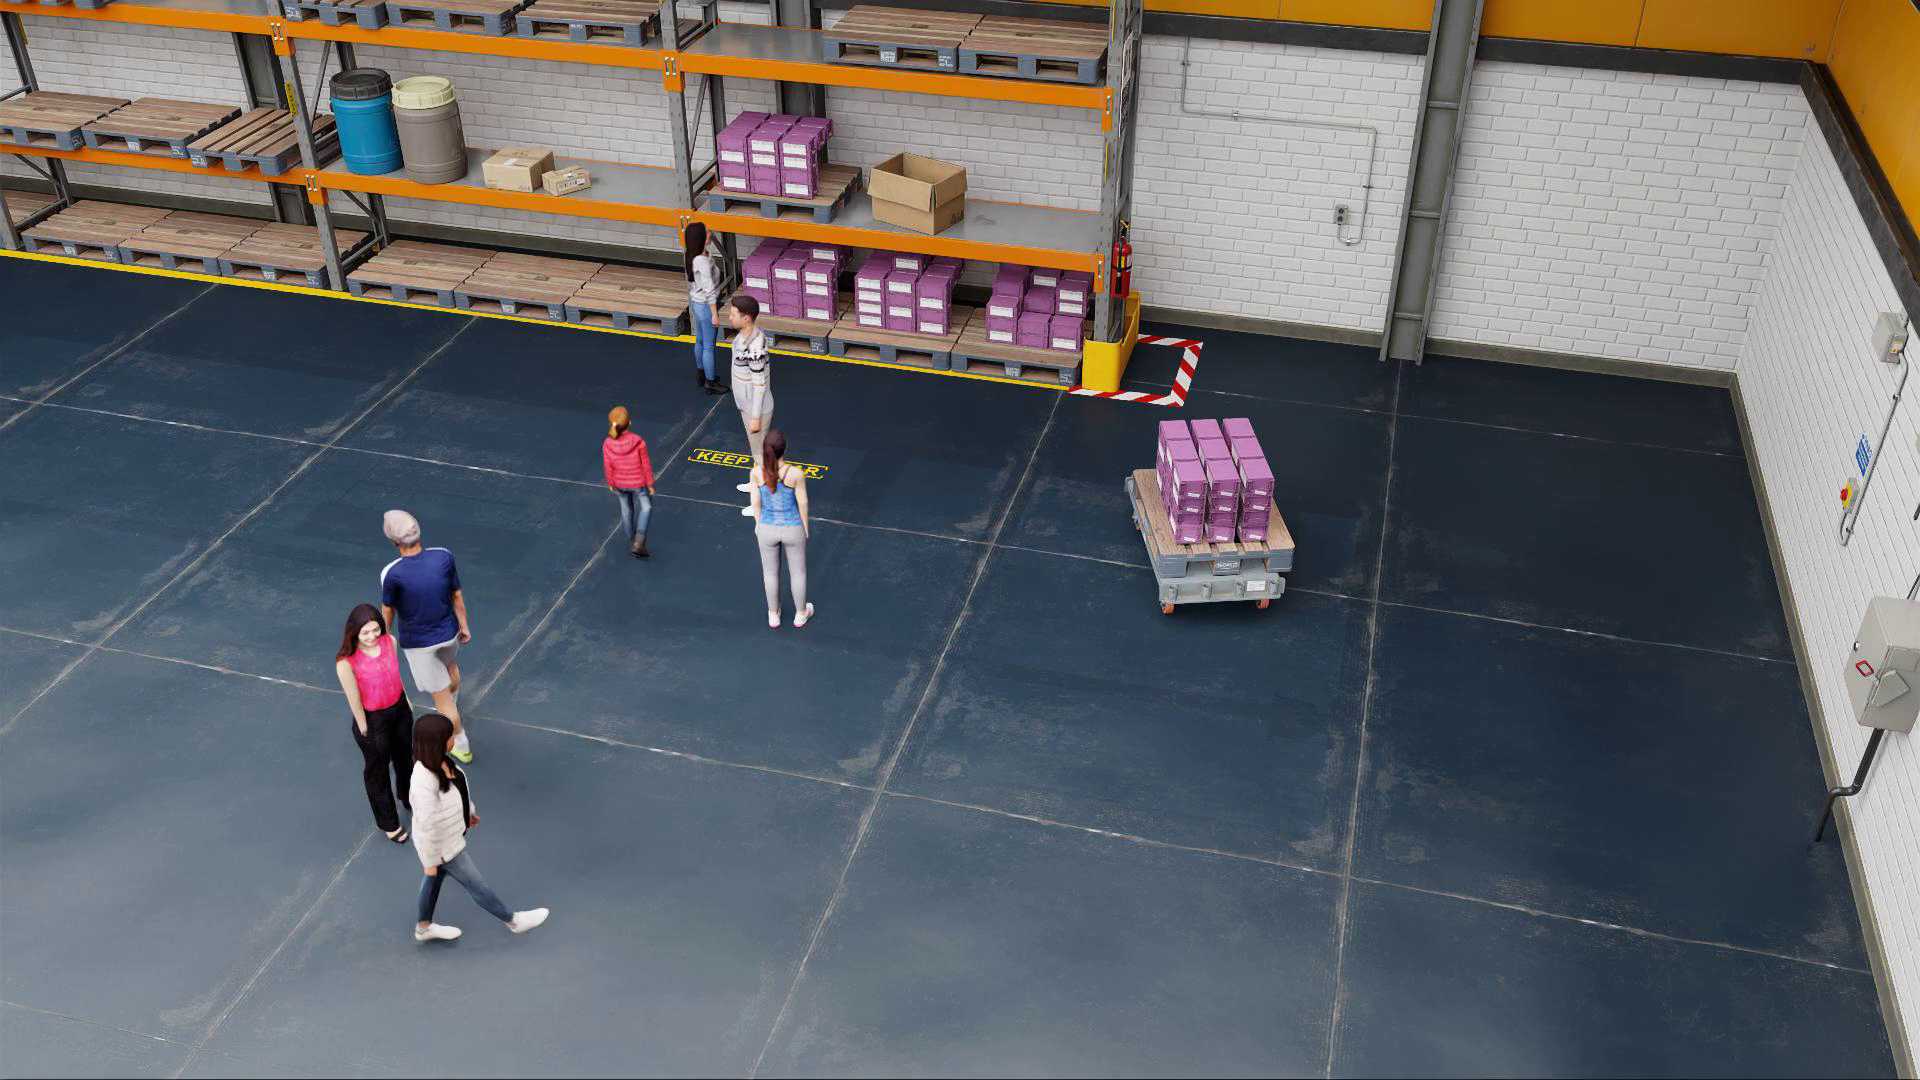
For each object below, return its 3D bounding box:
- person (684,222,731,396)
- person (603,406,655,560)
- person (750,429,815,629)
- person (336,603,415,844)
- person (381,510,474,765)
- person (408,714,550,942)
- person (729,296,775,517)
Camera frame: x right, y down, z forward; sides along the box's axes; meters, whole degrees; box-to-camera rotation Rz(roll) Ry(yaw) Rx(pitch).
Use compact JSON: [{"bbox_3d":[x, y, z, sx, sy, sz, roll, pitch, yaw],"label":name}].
[{"bbox_3d":[-2.310,-2.100,15.001,0.716,1.635,0.674,-15,36,-21],"label":"person"},{"bbox_3d":[-2.530,-0.395,12.732,0.600,1.306,0.643,2,34,3],"label":"person"},{"bbox_3d":[-1.288,-0.078,11.982,0.528,1.609,0.661,2,34,3],"label":"person"},{"bbox_3d":[-3.529,1.093,10.174,0.584,1.661,0.631,16,37,22],"label":"person"},{"bbox_3d":[-3.361,0.664,10.699,1.107,1.795,0.931,28,43,35],"label":"person"},{"bbox_3d":[-2.997,1.672,9.357,1.114,1.601,0.918,-6,34,-9],"label":"person"},{"bbox_3d":[-1.635,-1.103,13.297,0.741,1.861,0.767,-7,34,-10],"label":"person"}]
